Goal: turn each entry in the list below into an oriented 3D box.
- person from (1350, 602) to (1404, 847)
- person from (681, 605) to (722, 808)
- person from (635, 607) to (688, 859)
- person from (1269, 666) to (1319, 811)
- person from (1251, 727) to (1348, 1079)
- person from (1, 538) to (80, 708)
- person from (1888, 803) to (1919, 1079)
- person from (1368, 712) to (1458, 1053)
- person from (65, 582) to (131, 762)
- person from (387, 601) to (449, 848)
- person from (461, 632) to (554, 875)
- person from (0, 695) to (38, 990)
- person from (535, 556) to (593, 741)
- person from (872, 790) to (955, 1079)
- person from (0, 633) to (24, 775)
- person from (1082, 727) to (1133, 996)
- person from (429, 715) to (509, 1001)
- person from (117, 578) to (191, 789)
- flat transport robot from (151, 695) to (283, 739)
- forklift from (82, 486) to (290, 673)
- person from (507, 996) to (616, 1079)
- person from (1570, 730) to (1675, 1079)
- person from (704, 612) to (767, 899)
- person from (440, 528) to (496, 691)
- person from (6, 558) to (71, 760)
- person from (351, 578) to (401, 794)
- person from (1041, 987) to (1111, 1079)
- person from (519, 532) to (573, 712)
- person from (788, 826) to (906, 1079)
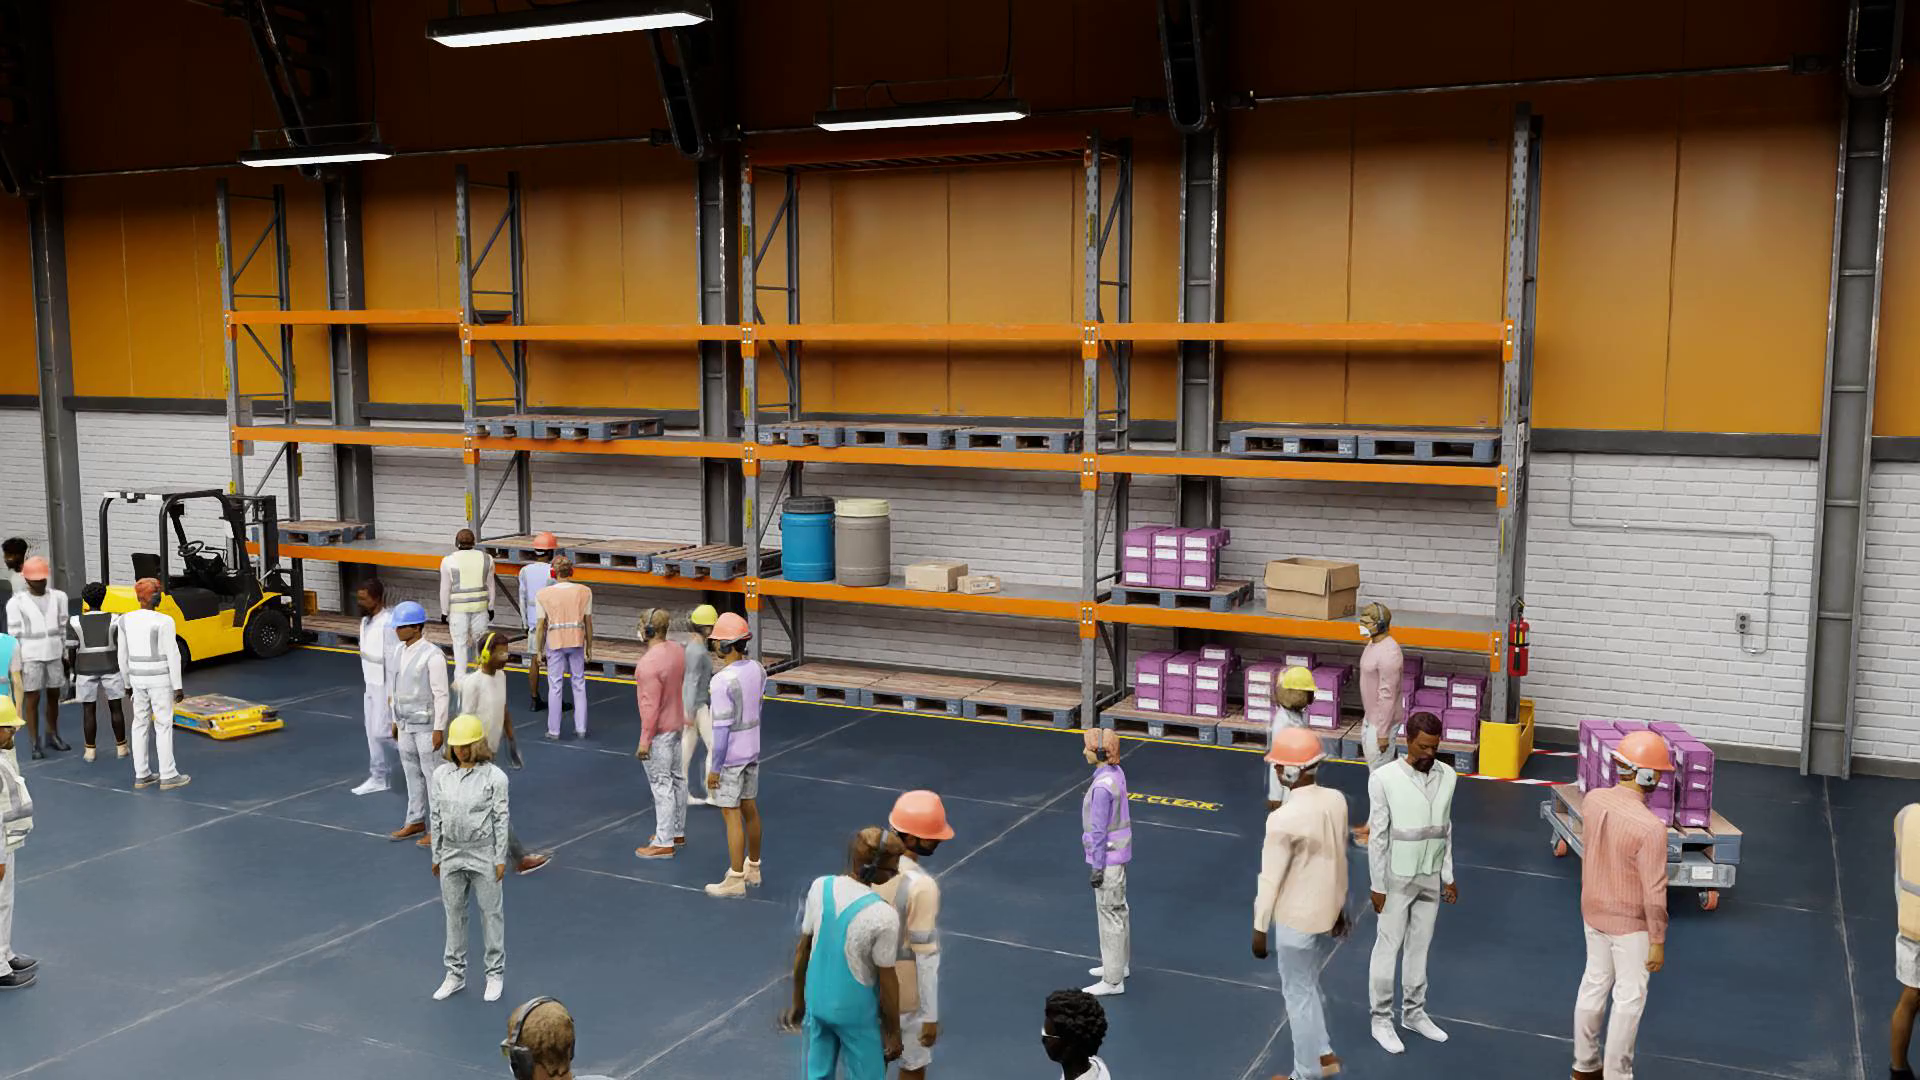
[{"bbox_3d":[3.296,1.443,13.088,0.376,1.933,0.625,1,7,4],"label":"person"},{"bbox_3d":[-2.147,1.412,14.114,0.669,1.742,0.540,-2,7,-13],"label":"person"},{"bbox_3d":[-2.307,1.475,12.787,0.373,1.941,0.627,2,7,13],"label":"person"},{"bbox_3d":[2.315,1.728,11.587,0.436,1.728,0.492,3,8,24],"label":"person"},{"bbox_3d":[1.777,1.951,8.696,0.643,1.971,0.460,-7,10,-44],"label":"person"},{"bbox_3d":[-9.881,0.905,17.710,0.698,1.887,1.072,6,9,43],"label":"person"},{"bbox_3d":[5.017,1.995,8.522,0.370,1.936,0.544,-1,7,-8],"label":"person"},{"bbox_3d":[2.546,1.899,9.396,0.587,1.913,0.390,-3,8,-27],"label":"person"},{"bbox_3d":[-8.134,1.240,15.717,0.539,1.695,0.319,-3,8,-27],"label":"person"},{"bbox_3d":[-4.262,1.438,13.056,0.613,1.945,0.406,5,9,36],"label":"person"},{"bbox_3d":[-3.464,1.589,12.372,0.948,1.814,0.524,1,7,10],"label":"person"},{"bbox_3d":[-5.907,1.848,10.208,0.403,1.819,0.601,-4,8,-31],"label":"person"},{"bbox_3d":[-3.910,1.078,16.492,0.562,1.838,0.387,-3,8,-26],"label":"person"},{"bbox_3d":[-0.290,2.094,7.819,0.421,1.914,0.675,-5,9,-36],"label":"person"},{"bbox_3d":[-8.040,1.411,13.757,0.561,1.836,0.399,-1,7,-12],"label":"person"},{"bbox_3d":[0.894,1.948,10.158,0.318,1.631,0.514,2,7,13],"label":"person"},{"bbox_3d":[-2.958,1.907,10.023,0.486,1.744,0.296,1,7,5],"label":"person"},{"bbox_3d":[-7.144,1.268,14.725,0.584,1.882,0.345,2,7,13],"label":"person"},{"bbox_3d":[-7.634,1.788,17.031,1.431,0.197,0.652,5,9,37],"label":"flat transport robot"},{"bbox_3d":[-9.426,0.454,20.179,1.214,2.155,2.313,3,8,26],"label":"forklift"},{"bbox_3d":[-1.286,2.392,5.275,0.381,1.929,0.635,4,8,27],"label":"person"},{"bbox_3d":[3.455,1.959,8.628,0.409,1.982,0.626,-2,7,-15],"label":"person"},{"bbox_3d":[-1.624,1.532,11.893,0.374,2.044,0.607,3,7,21],"label":"person"},{"bbox_3d":[-5.594,0.784,18.891,0.637,1.842,0.429,-5,8,-34],"label":"person"},{"bbox_3d":[-8.750,1.121,15.866,0.580,1.918,0.554,5,9,38],"label":"person"},{"bbox_3d":[-5.043,1.271,14.612,0.597,1.904,0.616,-6,9,-41],"label":"person"},{"bbox_3d":[0.410,2.425,5.928,0.316,1.695,0.541,1,7,11],"label":"person"},{"bbox_3d":[-4.406,0.878,17.728,0.553,1.935,0.362,2,7,18],"label":"person"},{"bbox_3d":[-0.552,2.177,7.594,0.671,1.803,0.346,4,8,33],"label":"person"}]
